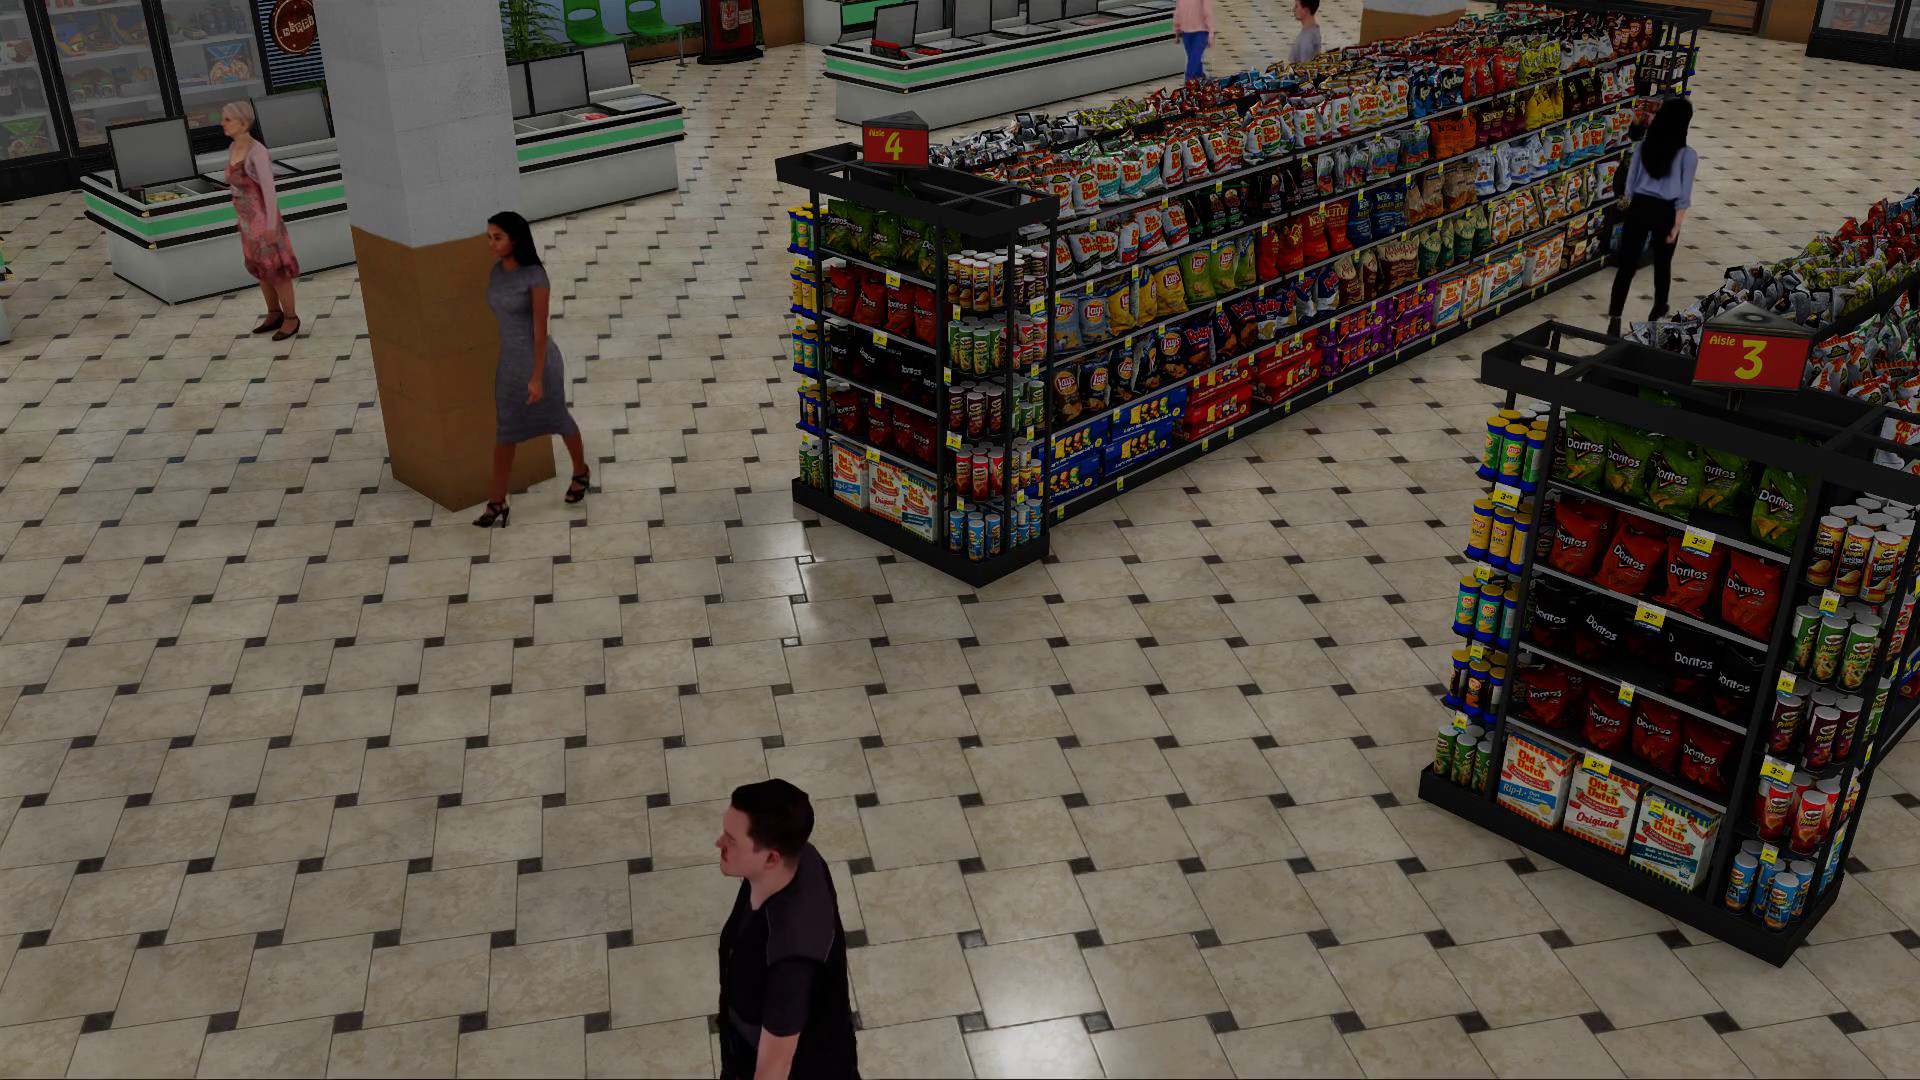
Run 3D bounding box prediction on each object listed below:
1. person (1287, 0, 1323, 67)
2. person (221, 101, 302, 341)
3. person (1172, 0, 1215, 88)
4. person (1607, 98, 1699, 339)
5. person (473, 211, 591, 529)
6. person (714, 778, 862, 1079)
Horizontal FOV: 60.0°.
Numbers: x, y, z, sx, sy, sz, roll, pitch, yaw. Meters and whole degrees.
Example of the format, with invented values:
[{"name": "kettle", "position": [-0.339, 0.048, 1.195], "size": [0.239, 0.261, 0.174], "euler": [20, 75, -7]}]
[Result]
[{"name": "person", "position": [3.206, -4.035, 15.186], "size": [1.023, 1.824, 1.086], "euler": [7, 28, 13]}, {"name": "person", "position": [-4.993, -2.280, 11.873], "size": [0.603, 1.690, 0.584], "euler": [21, 34, 35]}, {"name": "person", "position": [2.606, -5.482, 18.150], "size": [1.031, 1.723, 0.752], "euler": [-18, 32, -31]}, {"name": "person", "position": [4.805, -2.185, 11.684], "size": [0.753, 1.692, 1.172], "euler": [19, 33, 33]}, {"name": "person", "position": [-2.293, -0.945, 9.185], "size": [0.802, 1.740, 1.140], "euler": [14, 30, 26]}, {"name": "person", "position": [-0.358, 1.418, 4.432], "size": [1.038, 1.824, 0.940], "euler": [-9, 28, -16]}]
